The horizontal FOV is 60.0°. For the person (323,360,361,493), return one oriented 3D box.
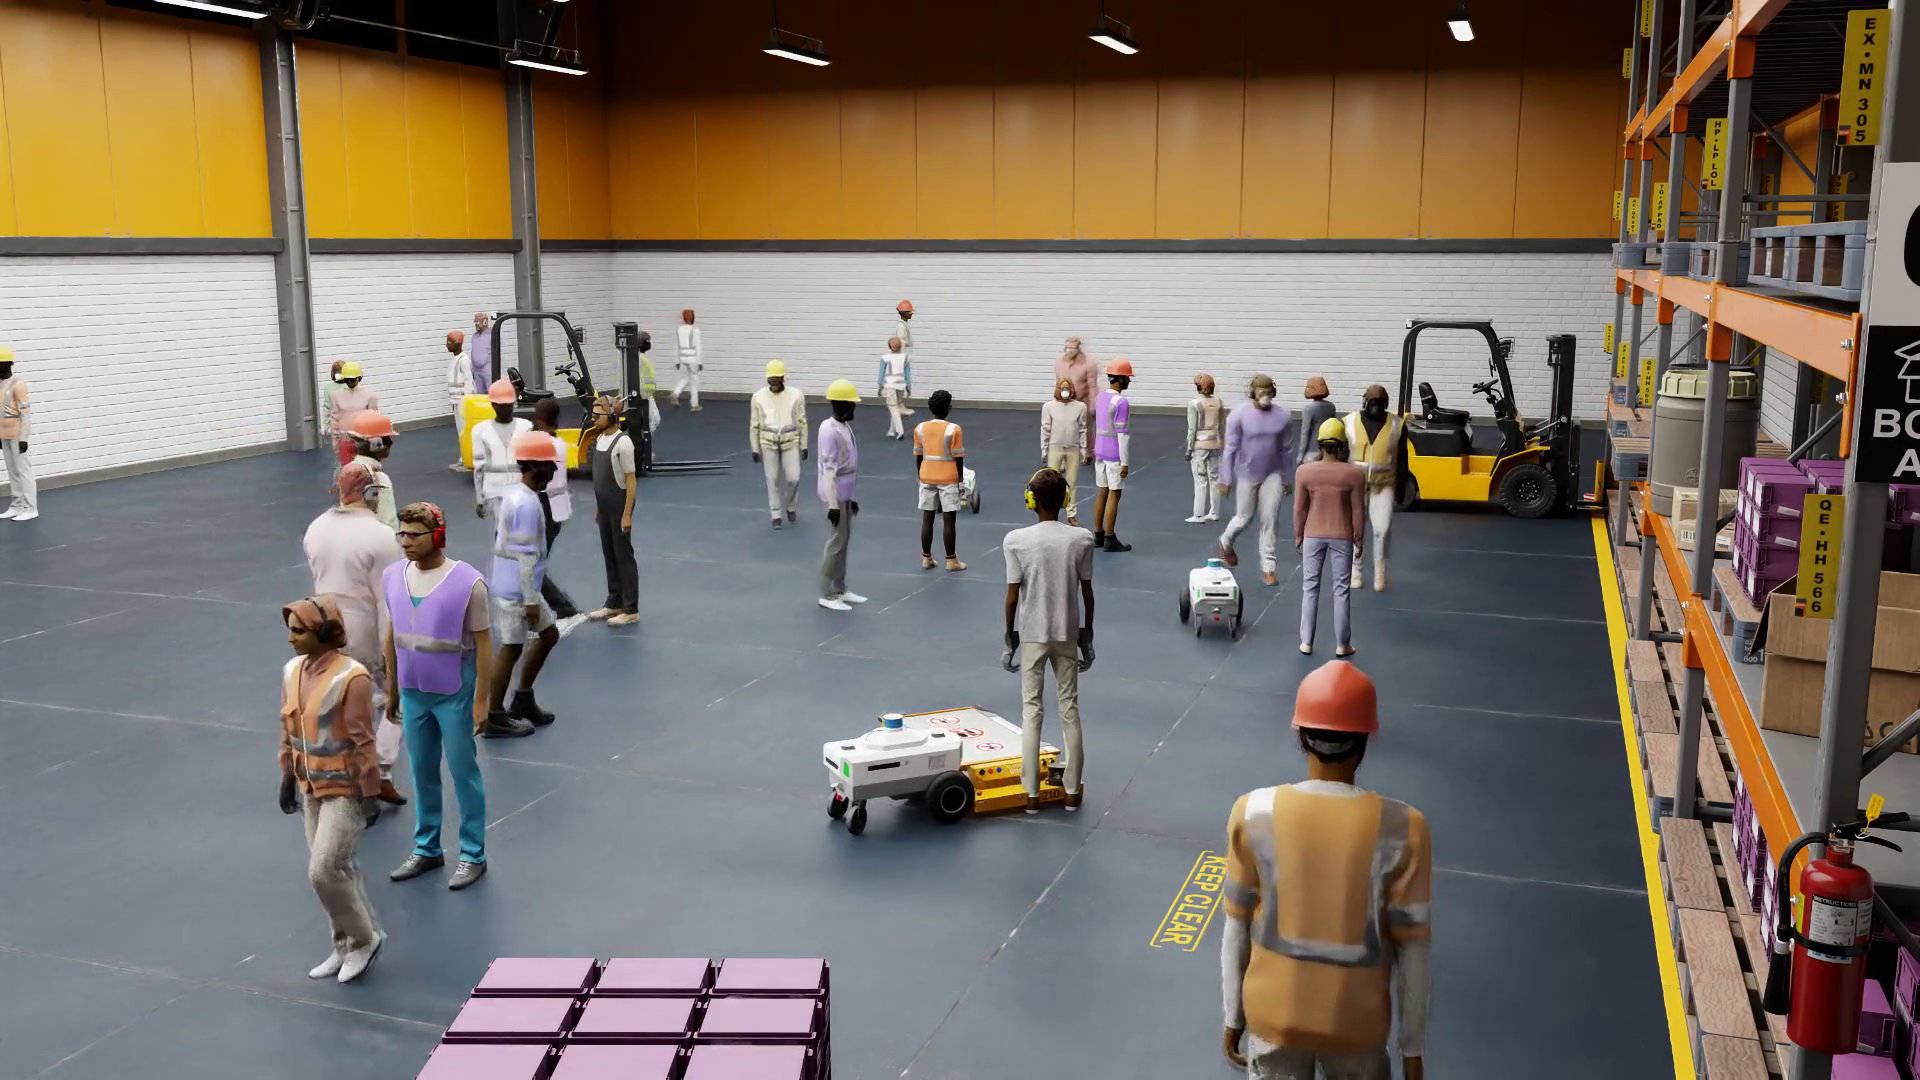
[{"bbox_3d":[-7.553,-1.387,20.378,0.499,1.634,0.288,1,10,4],"label":"person"}]

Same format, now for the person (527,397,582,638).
[{"bbox_3d":[-3.247,-0.148,12.739,0.527,1.873,0.637,-1,10,-3],"label":"person"}]

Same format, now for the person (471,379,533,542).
[{"bbox_3d":[-3.825,-0.407,14.048,0.550,1.920,0.557,-3,11,-19],"label":"person"}]

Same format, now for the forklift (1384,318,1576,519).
[{"bbox_3d":[5.787,-1.437,19.079,2.313,2.155,1.214,3,11,19],"label":"forklift"}]

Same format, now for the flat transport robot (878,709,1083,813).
[{"bbox_3d":[0.076,1.219,9.537,0.652,0.197,1.431,-5,11,-25],"label":"flat transport robot"}]

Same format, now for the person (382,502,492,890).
[{"bbox_3d":[-2.467,0.726,7.890,0.570,1.840,0.372,4,11,20],"label":"person"}]

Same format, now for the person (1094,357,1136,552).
[{"bbox_3d":[1.544,-0.844,16.510,0.396,1.929,0.539,-5,11,-24],"label":"person"}]

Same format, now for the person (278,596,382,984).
[{"bbox_3d":[-2.590,1.029,6.797,0.537,1.623,0.385,7,12,36],"label":"person"}]

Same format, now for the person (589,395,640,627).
[{"bbox_3d":[-2.770,-0.234,13.289,0.329,1.844,0.518,-8,13,-38],"label":"person"}]

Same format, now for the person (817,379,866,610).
[{"bbox_3d":[-0.999,-0.389,13.935,0.372,1.927,0.589,1,10,7],"label":"person"}]

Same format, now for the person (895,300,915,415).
[{"bbox_3d":[-0.981,-3.256,29.747,0.377,2.045,0.605,0,10,-1],"label":"person"}]

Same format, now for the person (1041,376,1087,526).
[{"bbox_3d":[1.121,-0.951,17.922,0.507,1.631,0.266,-1,10,-7],"label":"person"}]

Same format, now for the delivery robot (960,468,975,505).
[{"bbox_3d":[-0.013,-0.658,19.042,0.477,0.478,0.707,1,10,3],"label":"delivery robot"}]

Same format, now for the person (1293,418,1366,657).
[{"bbox_3d":[2.720,-0.015,12.268,0.525,1.772,0.309,4,11,19],"label":"person"}]

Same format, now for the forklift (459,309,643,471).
[{"bbox_3d":[-5.354,-1.902,21.697,2.313,2.155,1.214,-2,10,-13],"label":"forklift"}]

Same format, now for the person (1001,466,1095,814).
[{"bbox_3d":[0.474,0.535,8.892,0.510,1.871,0.328,-2,10,-9],"label":"person"}]

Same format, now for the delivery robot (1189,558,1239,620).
[{"bbox_3d":[2.004,0.390,13.142,0.477,0.478,0.707,1,10,4],"label":"delivery robot"}]

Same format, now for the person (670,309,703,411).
[{"bbox_3d":[-4.970,-3.269,30.323,0.583,1.866,0.623,7,12,33],"label":"person"}]

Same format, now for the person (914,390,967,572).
[{"bbox_3d":[-0.180,-0.547,15.470,0.532,1.696,0.319,6,12,30],"label":"person"}]

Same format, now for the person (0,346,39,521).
[{"bbox_3d":[-10.455,-1.171,18.331,0.585,1.928,0.378,7,12,36],"label":"person"}]

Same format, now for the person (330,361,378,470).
[{"bbox_3d":[-6.679,-1.093,18.370,0.522,1.761,0.321,-1,10,-6],"label":"person"}]

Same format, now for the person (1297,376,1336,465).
[{"bbox_3d":[3.825,-0.940,17.859,0.507,1.632,0.265,-7,12,-36],"label":"person"}]

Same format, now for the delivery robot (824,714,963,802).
[{"bbox_3d":[-0.353,1.163,8.789,0.707,0.478,0.477,-5,11,-25],"label":"delivery robot"}]

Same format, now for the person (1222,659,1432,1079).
[{"bbox_3d":[0.974,1.294,4.497,0.558,1.917,0.627,3,11,17],"label":"person"}]

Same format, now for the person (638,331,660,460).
[{"bbox_3d":[-4.459,-2.023,23.410,0.479,1.828,0.658,0,10,-1],"label":"person"}]

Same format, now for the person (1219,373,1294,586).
[{"bbox_3d":[2.669,-0.579,15.093,0.660,1.907,0.826,-2,10,-10],"label":"person"}]

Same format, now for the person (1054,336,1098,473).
[{"bbox_3d":[1.605,-1.855,22.485,0.649,1.842,0.996,4,11,24],"label":"person"}]

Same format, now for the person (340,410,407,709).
[{"bbox_3d":[-3.711,0.125,10.936,0.938,1.955,0.653,-7,12,-36],"label":"person"}]

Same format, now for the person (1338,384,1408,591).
[{"bbox_3d":[3.591,-0.453,14.583,0.642,1.820,0.566,3,10,14],"label":"person"}]

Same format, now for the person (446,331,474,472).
[{"bbox_3d":[-6.693,-1.857,22.316,0.337,1.882,0.585,-6,12,-30],"label":"person"}]

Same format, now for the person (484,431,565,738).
[{"bbox_3d":[-2.692,0.283,10.235,0.587,1.900,0.550,-3,10,-15],"label":"person"}]

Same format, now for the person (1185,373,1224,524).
[{"bbox_3d":[2.665,-0.994,18.144,0.515,1.641,0.314,-7,12,-36],"label":"person"}]

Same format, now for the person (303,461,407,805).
[{"bbox_3d":[-3.193,0.518,8.946,0.651,1.886,0.412,5,11,24],"label":"person"}]

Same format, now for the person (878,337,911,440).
[{"bbox_3d":[-1.009,-2.376,26.020,0.522,1.604,0.816,-5,11,-27],"label":"person"}]

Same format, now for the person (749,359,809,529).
[{"bbox_3d":[-1.936,-1.019,17.781,0.629,1.819,0.425,-1,10,-5],"label":"person"}]

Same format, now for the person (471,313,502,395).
[{"bbox_3d":[-7.929,-2.827,27.720,0.651,1.906,0.403,7,12,33],"label":"person"}]
